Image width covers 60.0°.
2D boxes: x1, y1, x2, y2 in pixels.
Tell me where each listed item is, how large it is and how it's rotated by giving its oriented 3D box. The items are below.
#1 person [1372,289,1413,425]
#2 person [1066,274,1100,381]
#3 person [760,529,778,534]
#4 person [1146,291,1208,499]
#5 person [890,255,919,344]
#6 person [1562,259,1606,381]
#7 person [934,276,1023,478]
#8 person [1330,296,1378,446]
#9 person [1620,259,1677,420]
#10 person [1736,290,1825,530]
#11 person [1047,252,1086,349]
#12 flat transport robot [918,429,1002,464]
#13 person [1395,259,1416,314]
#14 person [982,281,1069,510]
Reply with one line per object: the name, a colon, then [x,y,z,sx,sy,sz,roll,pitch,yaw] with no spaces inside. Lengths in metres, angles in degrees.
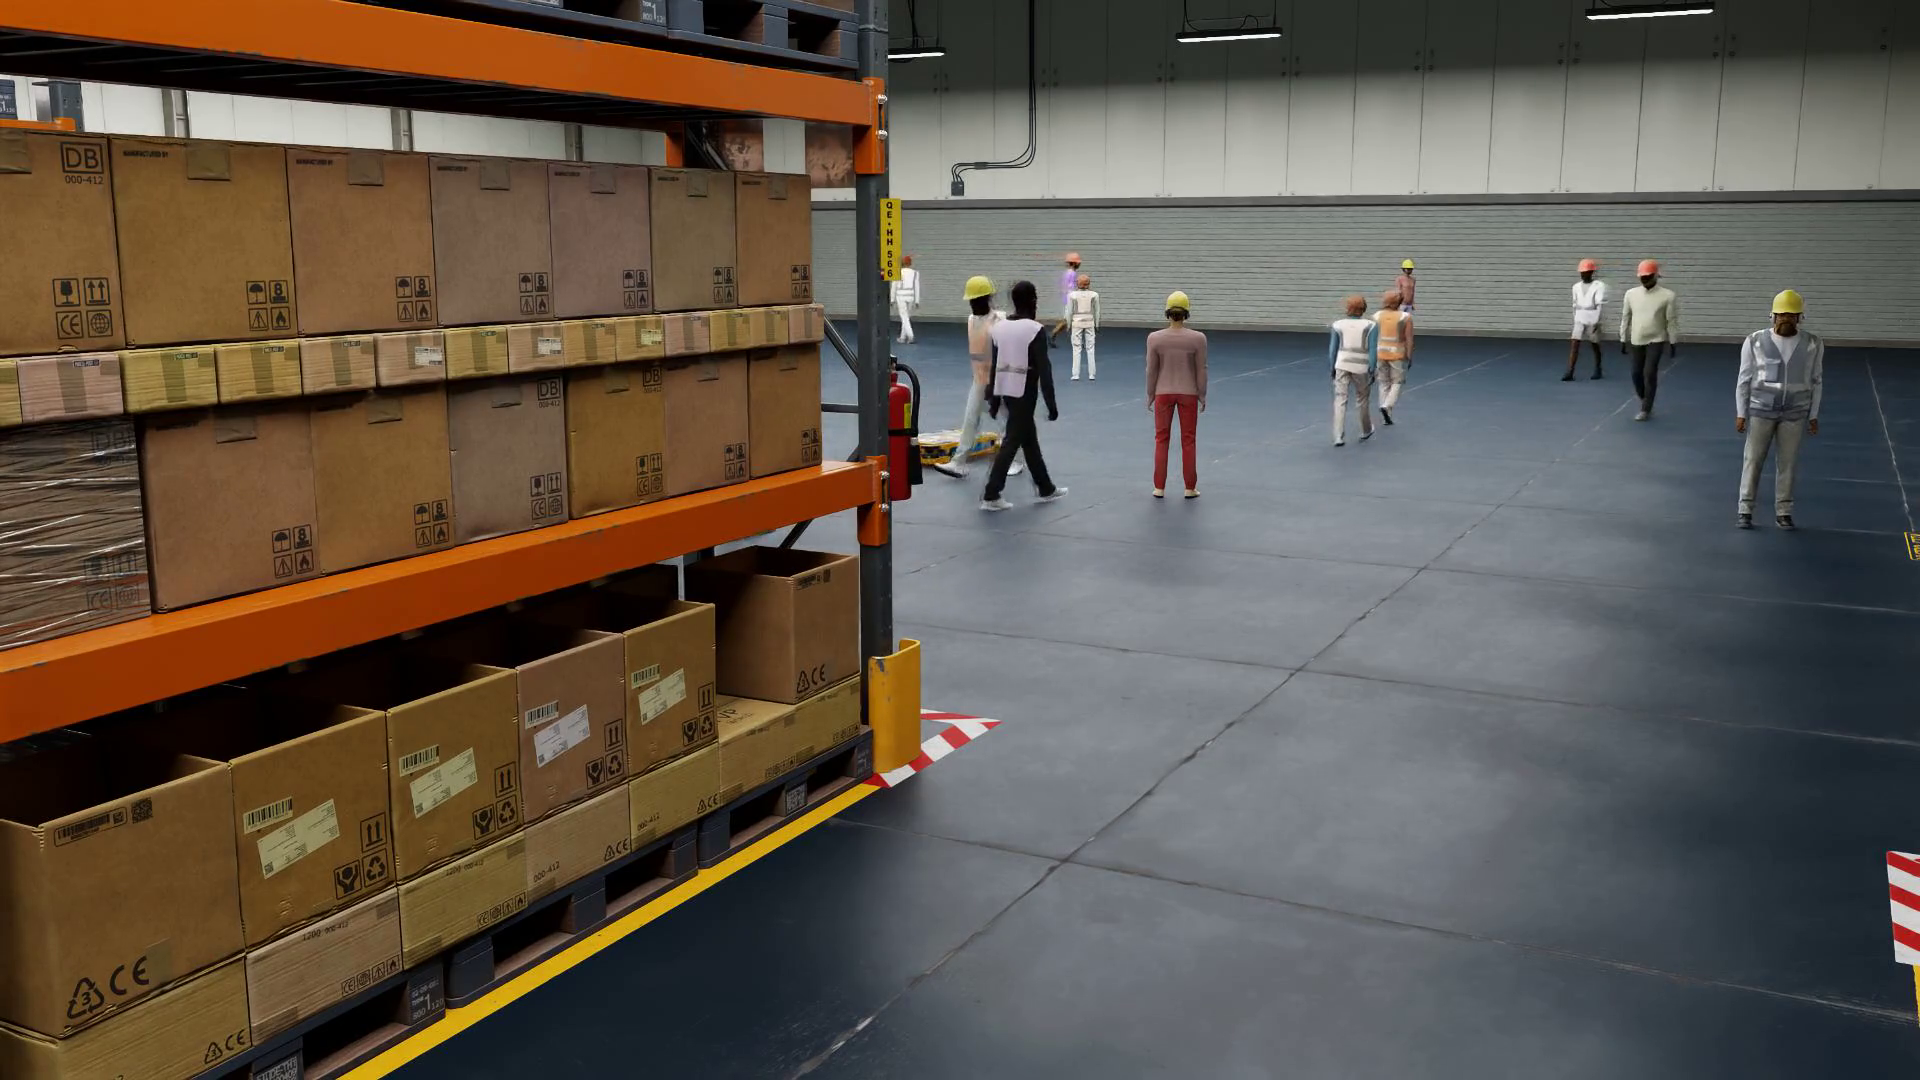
person: [5.048,-2.134,19.528,0.518,1.623,0.491,8,13,37]
person: [1.902,-3.284,25.748,0.523,1.638,0.311,-1,10,-7]
person: [-1.858,-0.868,12.175,1.013,1.798,0.518,-5,11,-24]
person: [1.847,-1.230,14.201,0.525,1.769,0.316,2,11,11]
person: [-1.115,-5.002,34.569,0.575,1.853,0.942,-6,12,-28]
person: [9.719,-3.400,25.759,0.546,1.881,1.041,10,14,43]
person: [0.234,-1.490,15.343,1.013,1.856,0.618,-9,13,-39]
person: [4.242,-1.828,17.926,0.536,1.584,0.885,5,12,26]
person: [8.460,-2.468,20.417,0.657,1.962,0.758,8,13,37]
person: [6.234,-0.983,12.670,0.595,1.831,0.403,3,11,16]
person: [2.143,-4.711,32.801,0.845,1.910,0.551,-1,10,-7]
flat transport robot: [-0.139,-0.950,16.750,0.652,0.197,1.431,7,12,33]
person: [8.735,-4.607,32.615,0.526,1.768,0.331,-7,12,-32]
person: [0.532,-1.190,13.720,0.994,1.864,0.606,-8,13,-36]
